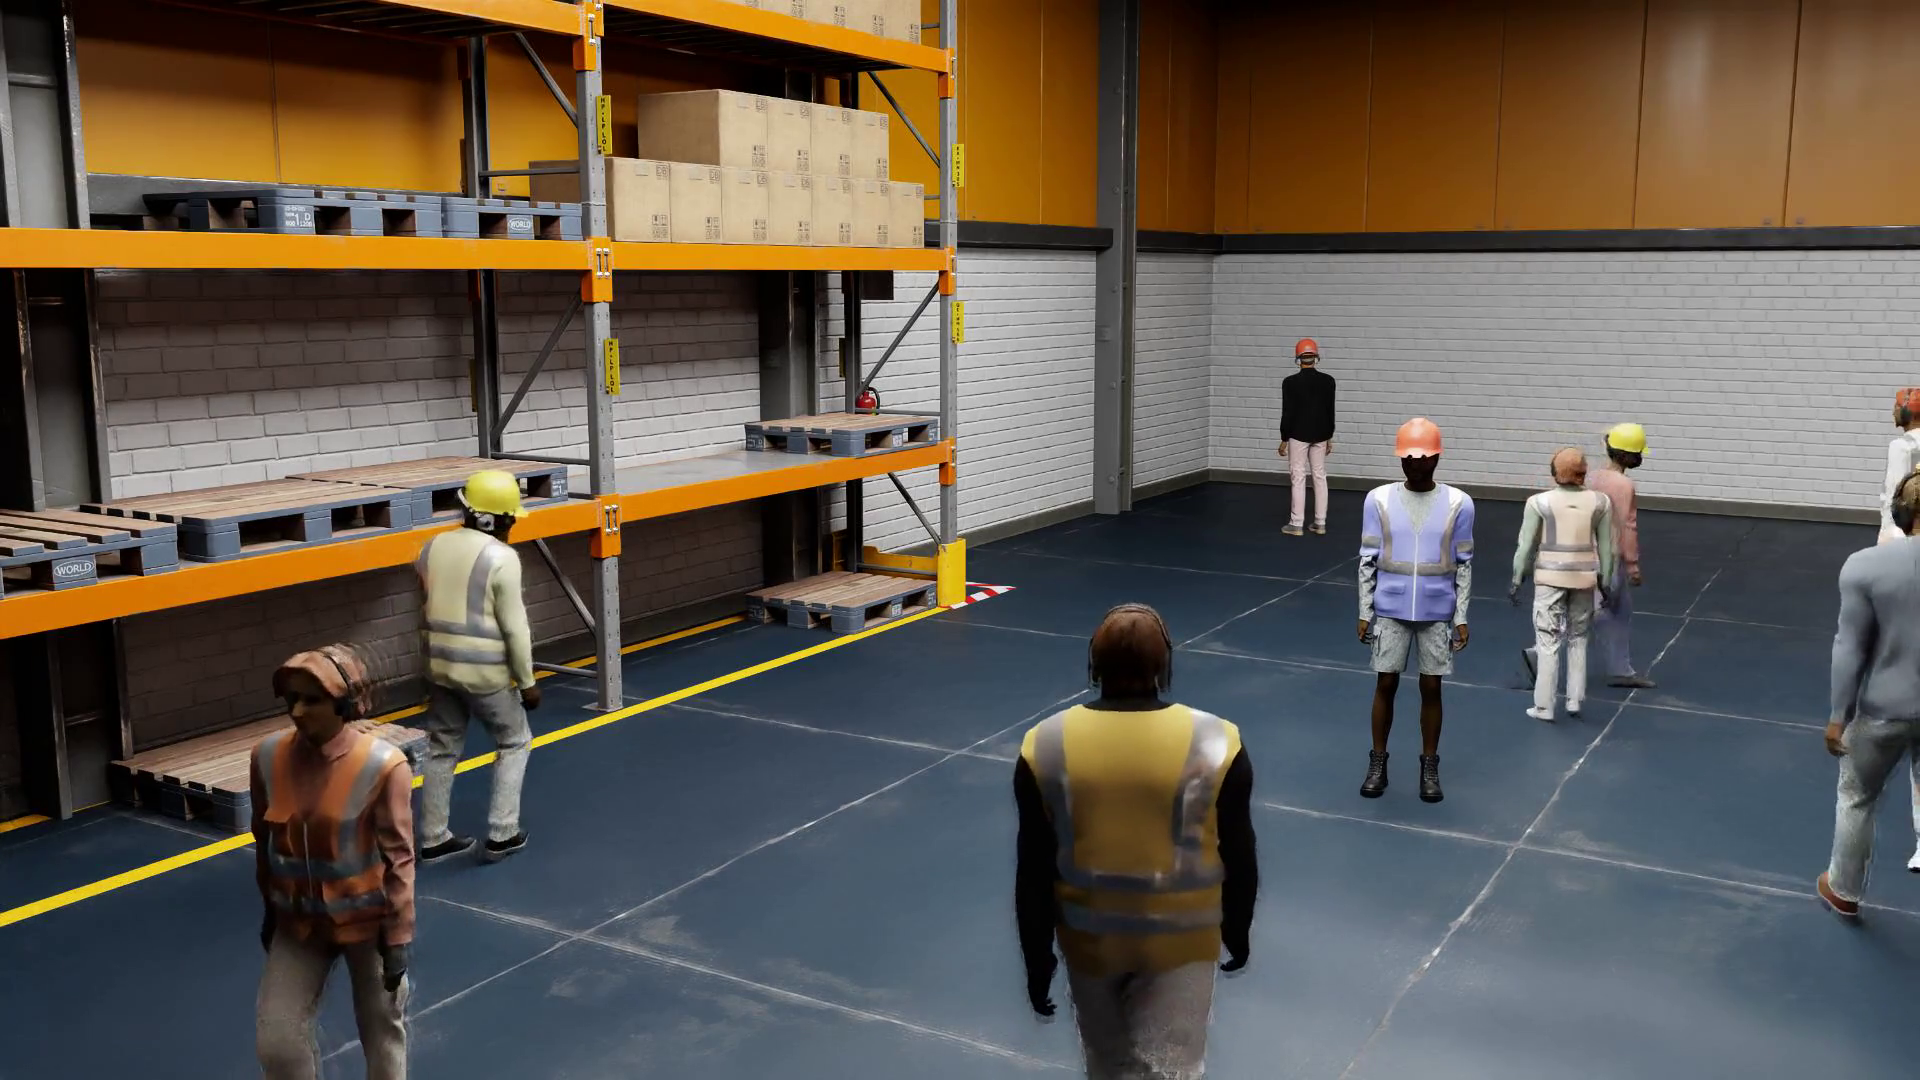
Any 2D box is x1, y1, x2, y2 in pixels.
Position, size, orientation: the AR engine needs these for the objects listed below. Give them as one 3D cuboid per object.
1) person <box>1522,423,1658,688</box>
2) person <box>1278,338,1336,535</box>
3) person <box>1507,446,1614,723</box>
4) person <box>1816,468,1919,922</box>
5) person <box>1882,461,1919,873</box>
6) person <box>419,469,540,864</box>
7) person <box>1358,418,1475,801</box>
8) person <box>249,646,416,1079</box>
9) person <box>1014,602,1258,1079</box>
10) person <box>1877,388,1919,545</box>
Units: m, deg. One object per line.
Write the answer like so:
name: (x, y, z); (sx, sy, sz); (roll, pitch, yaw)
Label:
person: (4.024, 0.108, 10.514); (0.809, 1.726, 0.517); (1, 9, 6)
person: (3.507, -1.042, 16.875); (0.612, 1.991, 0.392); (-3, 10, -18)
person: (3.551, 0.267, 9.854); (0.616, 1.625, 0.421); (0, 9, 2)
person: (3.730, 0.666, 6.535); (0.645, 1.889, 0.939); (2, 9, 12)
person: (4.517, 0.509, 7.556); (0.639, 1.874, 0.884); (7, 11, 36)
person: (-2.136, 0.578, 7.421); (0.600, 1.795, 0.485); (5, 10, 28)
person: (2.275, 0.353, 8.340); (0.552, 1.935, 0.366); (3, 9, 16)
person: (-1.765, 1.105, 4.601); (0.547, 1.615, 0.590); (2, 9, 12)
person: (0.453, 1.061, 4.382); (0.617, 1.802, 0.980); (3, 10, 17)
person: (6.606, -0.118, 11.512); (0.585, 1.867, 0.719); (-5, 10, -28)
